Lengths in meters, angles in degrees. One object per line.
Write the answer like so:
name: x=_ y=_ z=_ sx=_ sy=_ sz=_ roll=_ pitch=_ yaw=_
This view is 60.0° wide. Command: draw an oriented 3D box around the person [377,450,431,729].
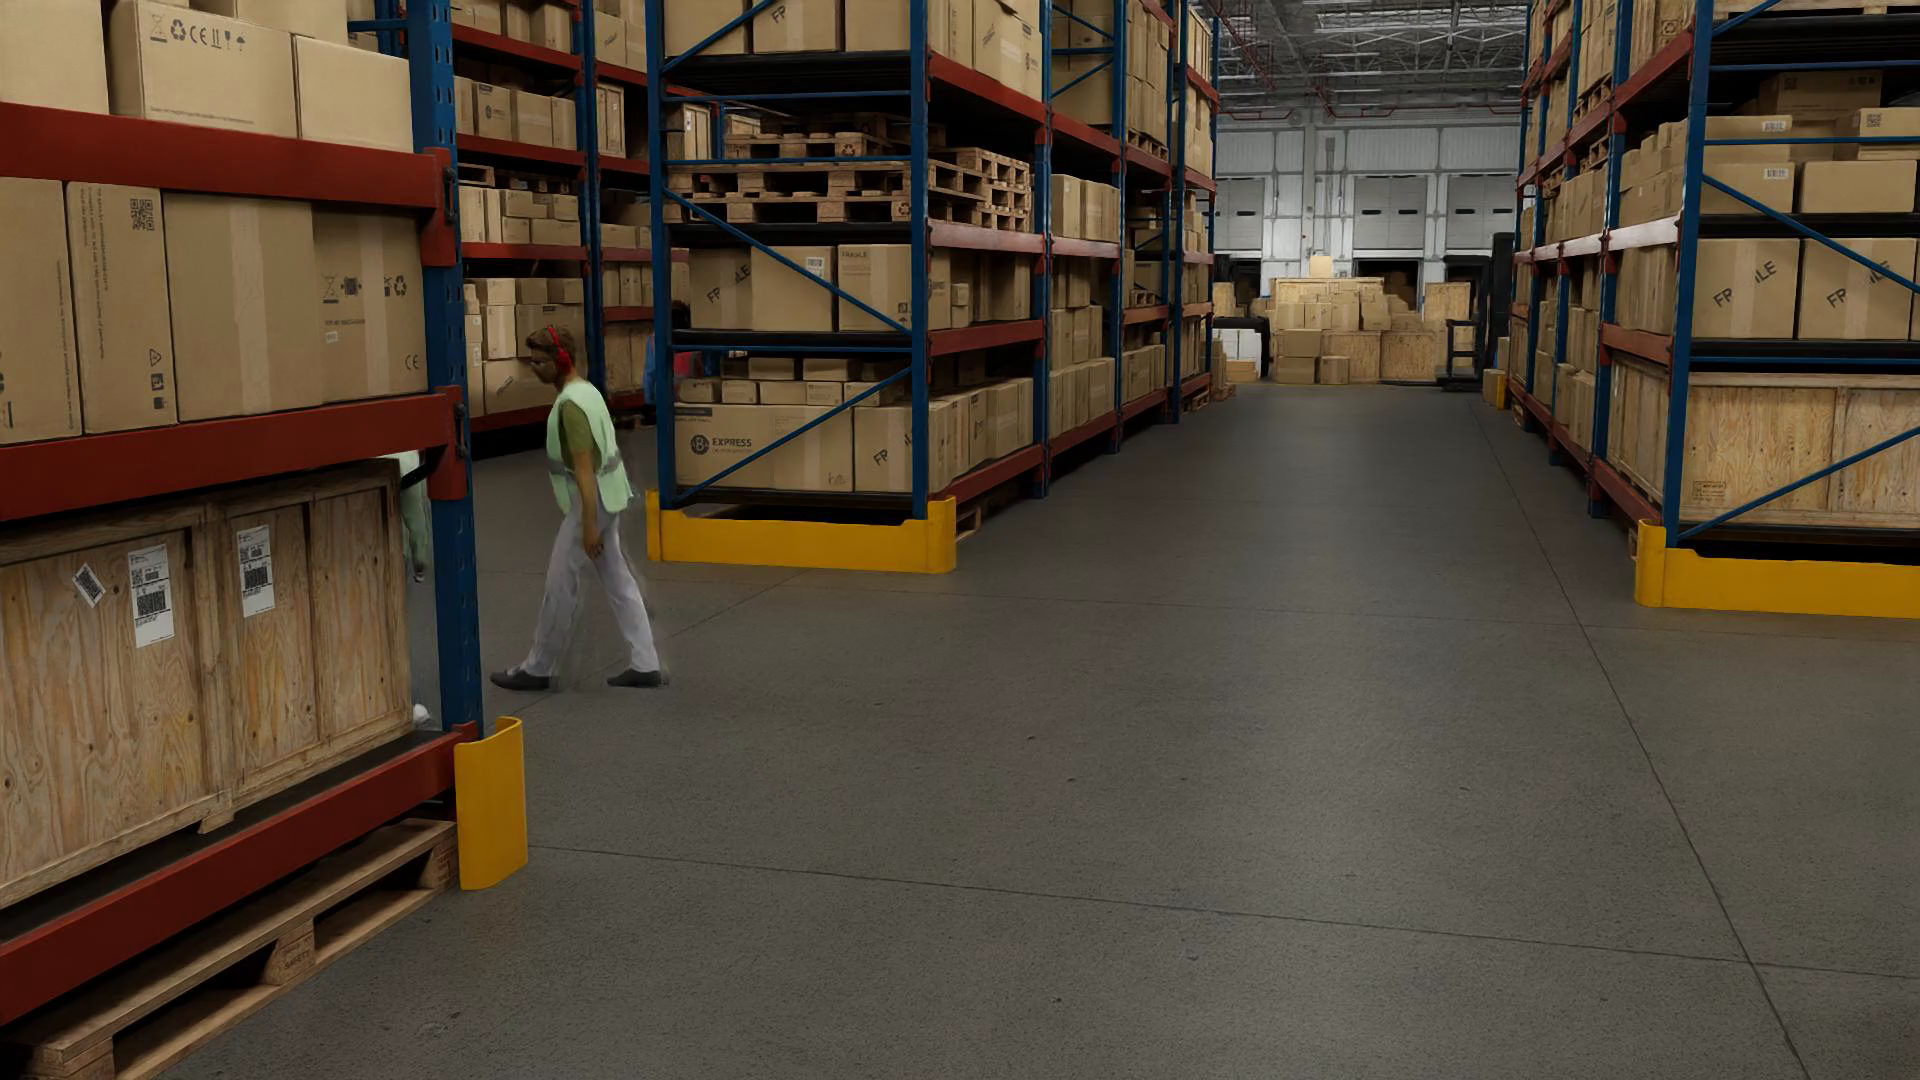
person: x=-2.607 y=0.070 z=7.410 sx=0.859 sy=1.590 sz=0.509 roll=9 pitch=12 yaw=43

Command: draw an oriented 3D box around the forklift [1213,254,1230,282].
forklift: x=8.566 y=-8.070 z=55.044 sx=1.873 sy=2.768 sz=1.129 roll=-2 pitch=9 yaw=-14

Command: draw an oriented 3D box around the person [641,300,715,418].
person: x=-2.558 y=-1.247 z=15.042 sx=0.630 sy=1.826 sz=0.500 roll=1 pitch=9 yaw=8

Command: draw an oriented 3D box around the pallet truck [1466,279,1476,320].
pallet truck: x=18.896 y=-8.459 z=60.307 sx=1.885 sy=1.965 sz=0.823 roll=5 pitch=10 yaw=31

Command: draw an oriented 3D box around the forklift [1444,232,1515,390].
forklift: x=9.650 y=-4.075 z=29.659 sx=1.873 sy=2.768 sz=1.129 roll=2 pitch=9 yaw=13

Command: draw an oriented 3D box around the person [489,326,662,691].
person: x=-1.884 y=-0.134 z=8.058 sx=0.888 sy=1.781 sz=0.670 roll=-1 pitch=9 yaw=-5
